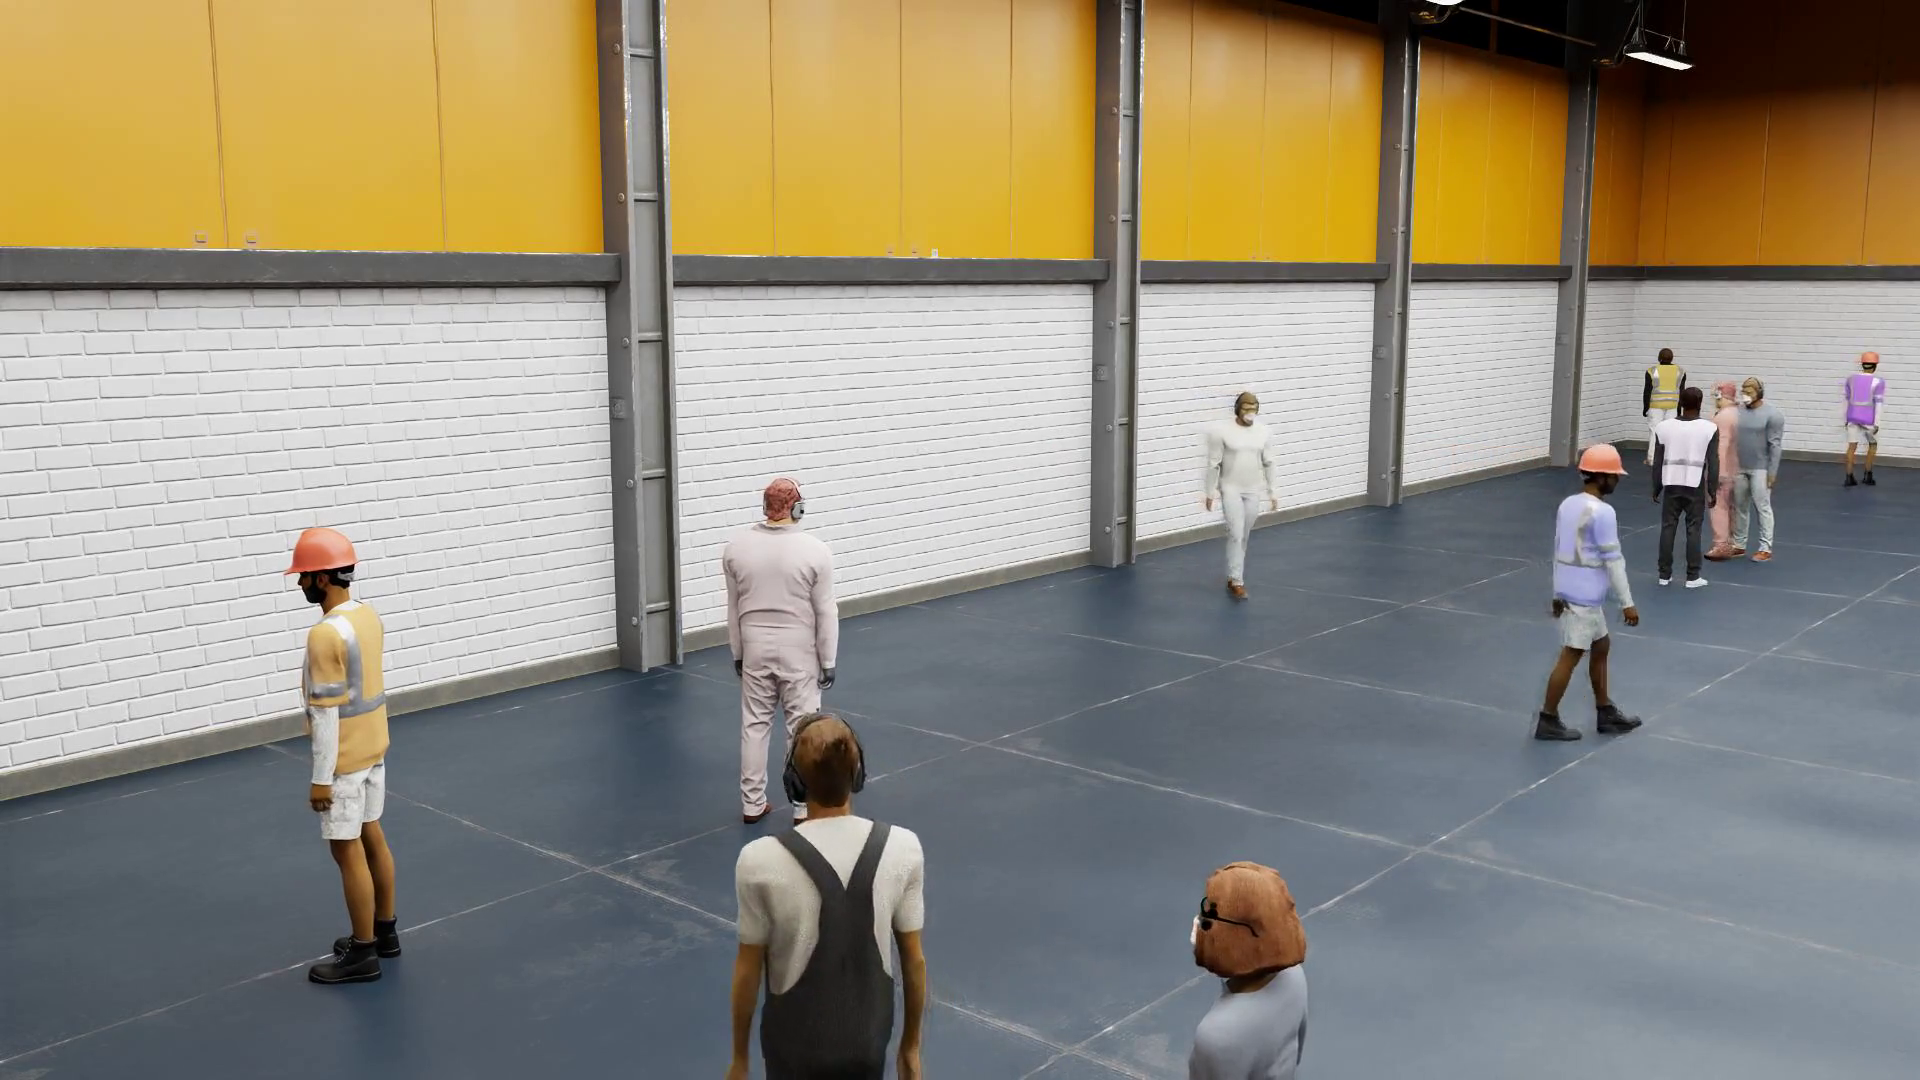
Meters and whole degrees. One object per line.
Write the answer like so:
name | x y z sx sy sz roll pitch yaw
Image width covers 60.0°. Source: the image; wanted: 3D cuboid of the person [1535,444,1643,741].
person | 4.094 0.347 10.615 0.877 1.903 0.567 0 9 -1

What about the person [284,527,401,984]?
person | -2.625 0.903 7.046 0.382 1.932 0.541 0 9 0

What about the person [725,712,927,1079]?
person | -0.367 1.361 4.495 0.522 1.832 0.393 -4 10 -23

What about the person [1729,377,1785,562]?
person | 8.258 -0.738 17.358 0.372 1.933 0.644 -5 10 -30

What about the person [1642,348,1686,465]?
person | 11.000 -2.079 26.041 0.625 1.844 0.429 1 9 4

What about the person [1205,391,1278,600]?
person | 2.630 -0.400 15.264 0.650 1.905 0.824 -2 9 -15

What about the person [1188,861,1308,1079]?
person | 0.656 1.545 3.924 0.278 1.636 0.506 5 11 30

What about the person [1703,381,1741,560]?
person | 8.064 -0.729 17.535 0.845 1.871 0.477 -8 12 -41

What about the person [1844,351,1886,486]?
person | 12.769 -1.705 23.476 0.683 1.914 0.560 -8 12 -40

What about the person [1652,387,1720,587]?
person | 6.934 -0.505 15.917 0.597 1.915 0.365 7 11 38

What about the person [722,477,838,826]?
person | -0.946 0.608 8.995 0.637 1.901 0.402 3 9 15
